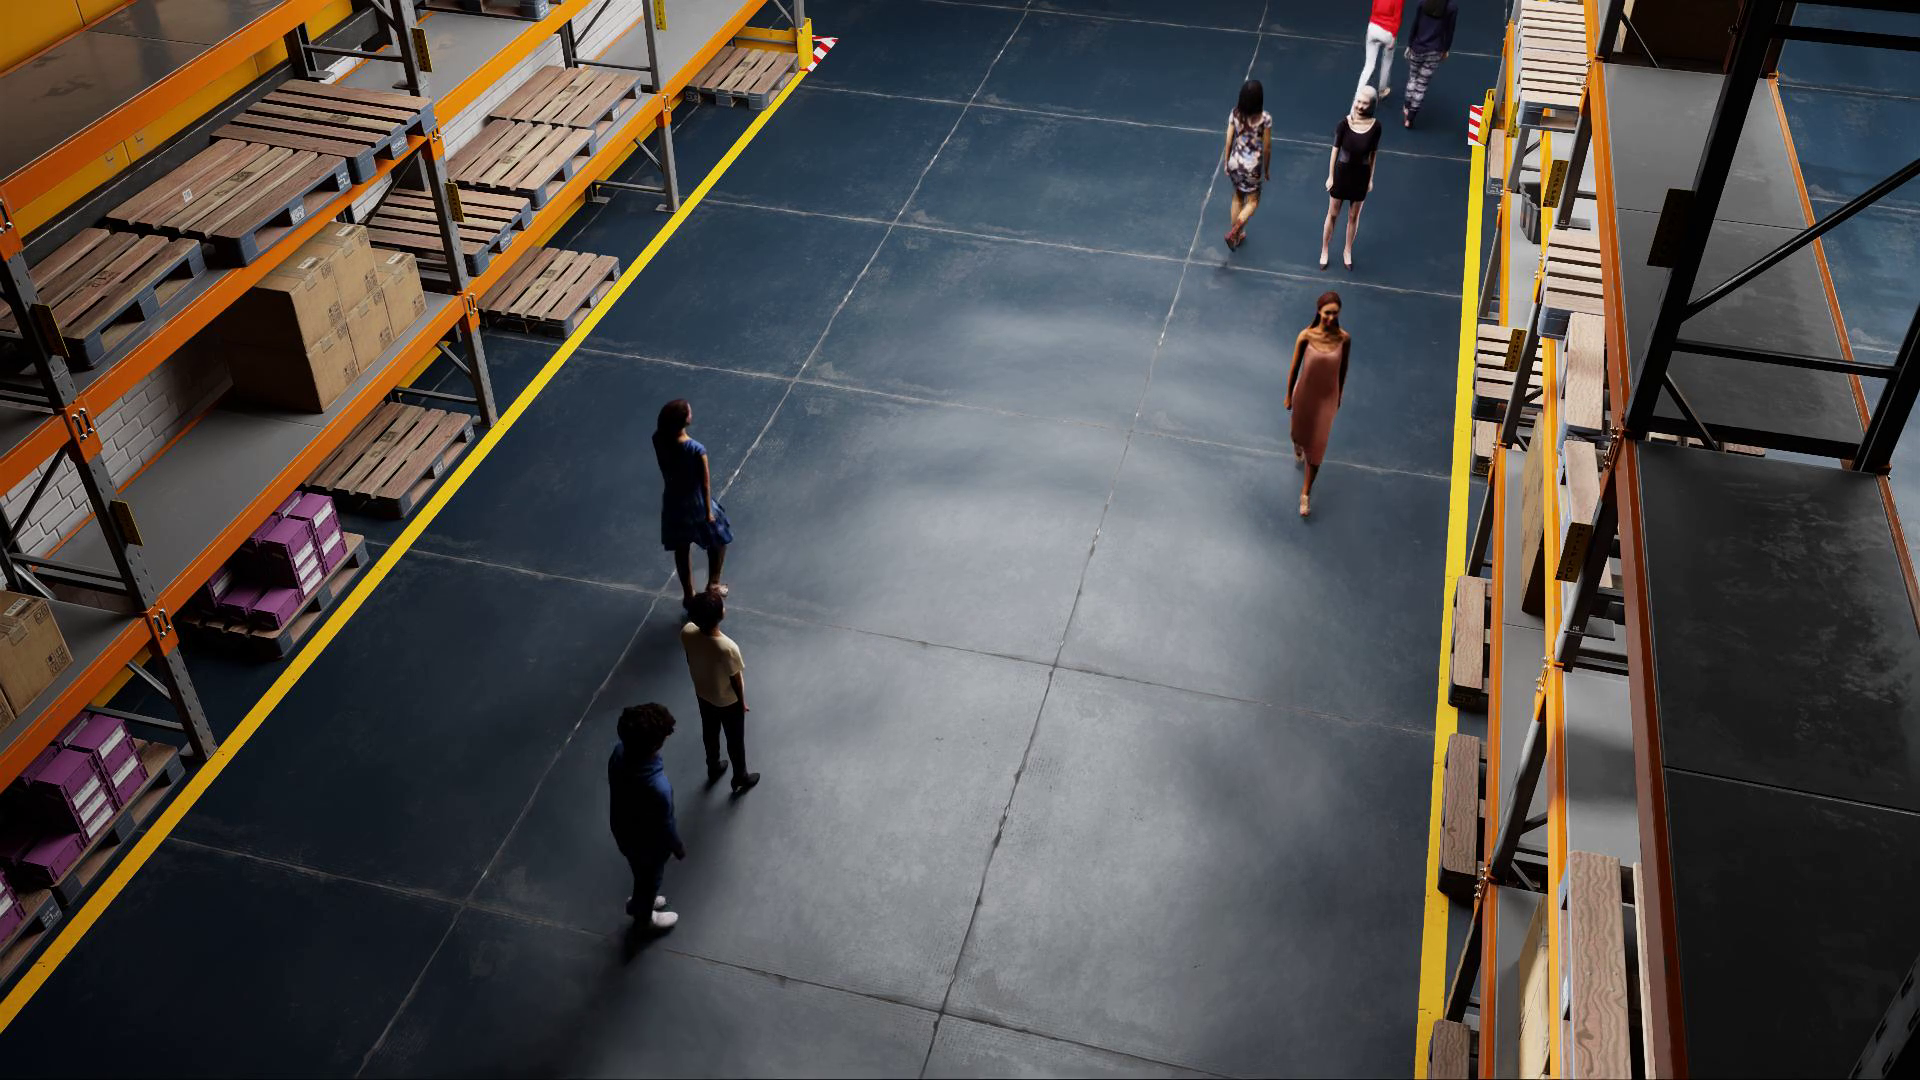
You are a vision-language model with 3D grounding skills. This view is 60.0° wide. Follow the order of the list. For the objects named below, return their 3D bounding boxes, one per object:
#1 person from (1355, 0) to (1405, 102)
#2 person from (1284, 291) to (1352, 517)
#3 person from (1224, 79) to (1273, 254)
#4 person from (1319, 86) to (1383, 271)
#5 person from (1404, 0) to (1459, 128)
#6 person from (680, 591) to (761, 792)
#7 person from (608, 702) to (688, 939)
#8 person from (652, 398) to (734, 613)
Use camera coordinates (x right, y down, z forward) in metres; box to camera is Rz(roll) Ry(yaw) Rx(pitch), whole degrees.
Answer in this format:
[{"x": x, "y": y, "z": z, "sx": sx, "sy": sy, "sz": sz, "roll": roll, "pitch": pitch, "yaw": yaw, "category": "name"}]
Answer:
[{"x": 4.646, "y": -5.565, "z": 18.495, "sx": 0.818, "sy": 1.666, "sz": 1.124, "roll": 30, "pitch": 47, "yaw": 32, "category": "person"}, {"x": 2.734, "y": -1.135, "z": 12.838, "sx": 0.684, "sy": 1.802, "sz": 1.129, "roll": 5, "pitch": 39, "yaw": 6, "category": "person"}, {"x": 2.705, "y": -3.521, "z": 15.893, "sx": 0.756, "sy": 1.718, "sz": 0.917, "roll": 22, "pitch": 44, "yaw": 25, "category": "person"}, {"x": 3.682, "y": -3.403, "z": 15.655, "sx": 0.627, "sy": 1.830, "sz": 0.565, "roll": 2, "pitch": 39, "yaw": 3, "category": "person"}, {"x": 5.093, "y": -5.323, "z": 18.161, "sx": 0.659, "sy": 1.704, "sz": 0.794, "roll": 11, "pitch": 40, "yaw": 13, "category": "person"}, {"x": -1.506, "y": 0.950, "z": 10.399, "sx": 0.641, "sy": 1.587, "sz": 0.574, "roll": 21, "pitch": 43, "yaw": 24, "category": "person"}, {"x": -1.859, "y": 1.654, "z": 9.360, "sx": 0.885, "sy": 1.784, "sz": 0.830, "roll": -23, "pitch": 44, "yaw": -26, "category": "person"}, {"x": -1.938, "y": -0.165, "z": 11.629, "sx": 0.733, "sy": 1.794, "sz": 0.788, "roll": 18, "pitch": 42, "yaw": 21, "category": "person"}]
